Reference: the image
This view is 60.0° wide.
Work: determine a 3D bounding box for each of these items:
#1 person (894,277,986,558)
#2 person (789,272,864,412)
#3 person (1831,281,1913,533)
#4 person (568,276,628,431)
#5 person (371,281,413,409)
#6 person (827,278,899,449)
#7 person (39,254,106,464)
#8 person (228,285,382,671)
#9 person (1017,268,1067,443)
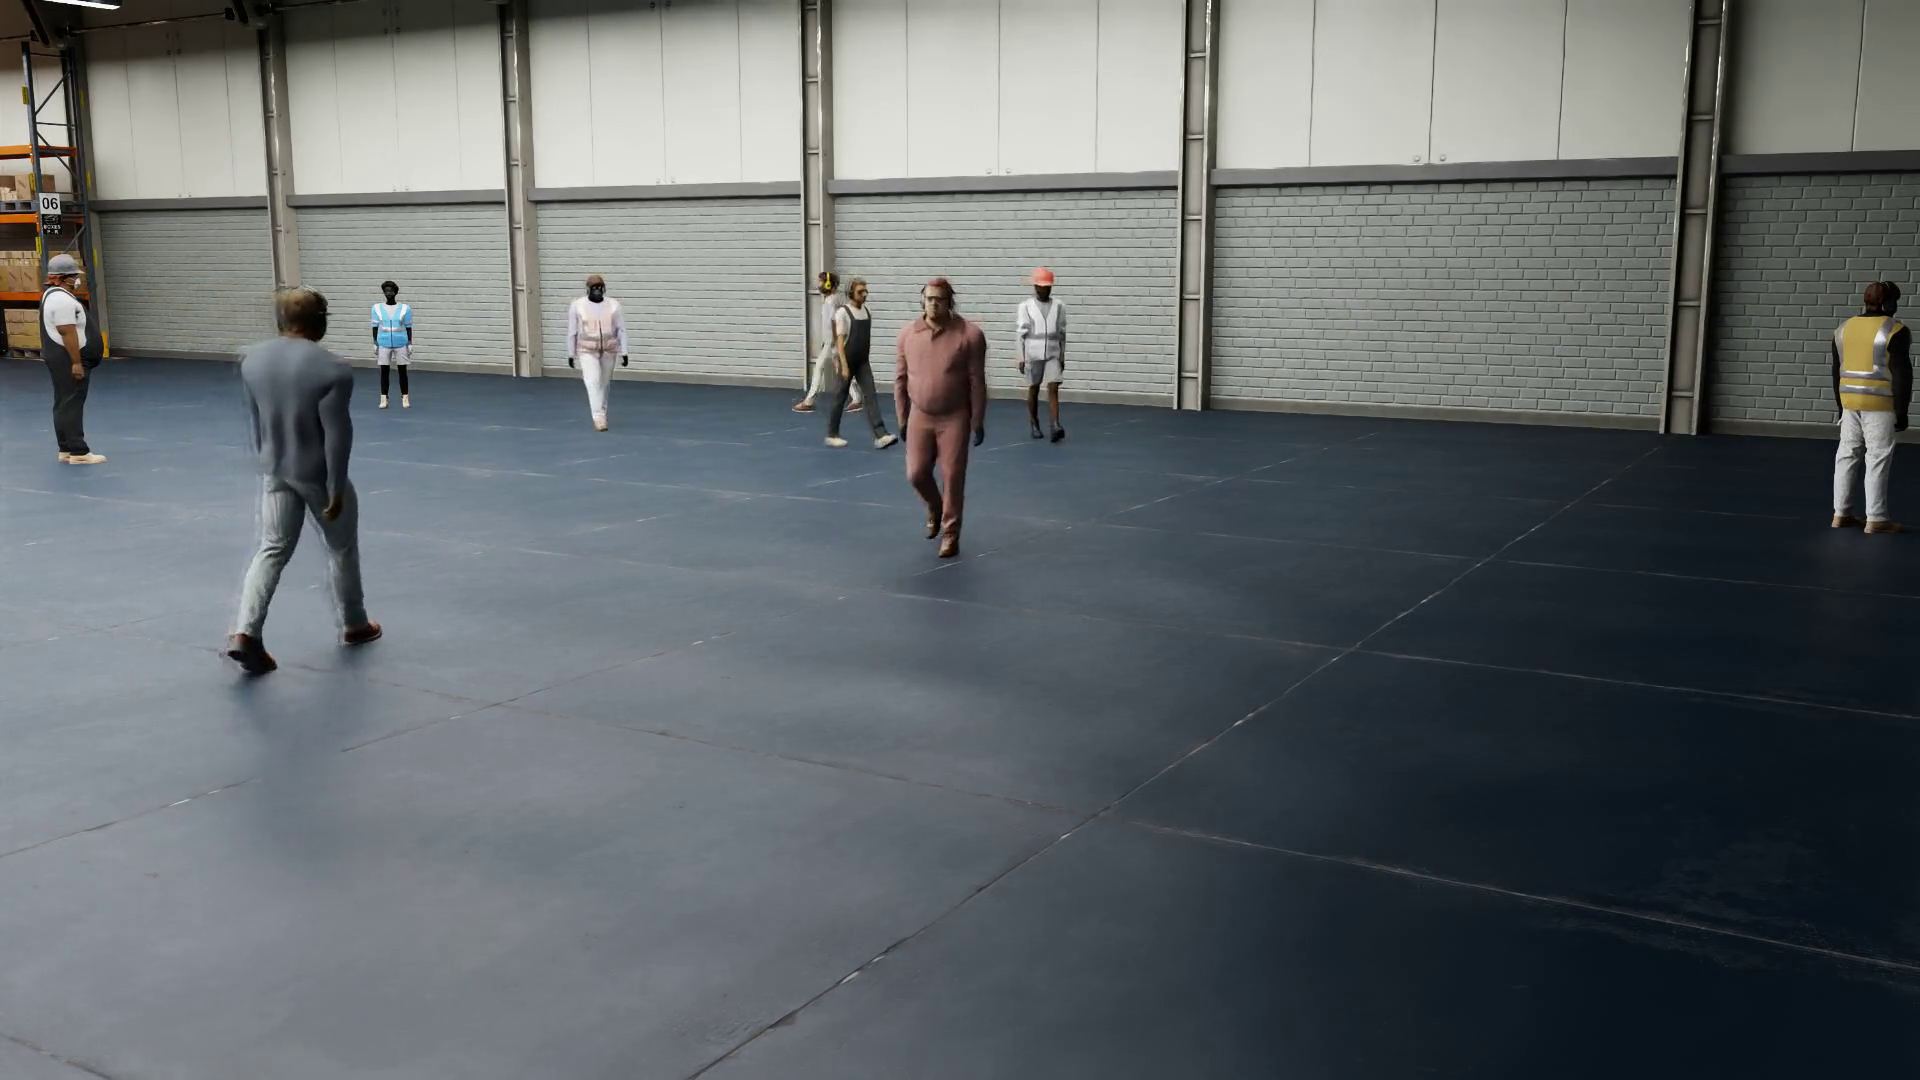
[{"bbox_3d":[-0.125,-0.842,11.329,0.651,1.892,0.557,2,10,13],"label":"person"},{"bbox_3d":[-1.702,-2.558,21.575,0.967,1.821,0.542,0,10,0],"label":"person"},{"bbox_3d":[6.705,-0.972,12.216,0.429,1.844,0.627,-4,10,-21],"label":"person"},{"bbox_3d":[-4.240,-2.193,19.513,0.663,1.797,0.965,-4,11,-24],"label":"person"},{"bbox_3d":[-7.536,-2.588,22.097,0.533,1.697,0.319,-3,10,-16],"label":"person"},{"bbox_3d":[-1.078,-1.844,17.468,0.972,1.791,0.540,9,13,43],"label":"person"},{"bbox_3d":[-8.680,-1.769,16.295,0.536,2.000,0.672,-8,13,-40],"label":"person"},{"bbox_3d":[-3.291,-0.317,8.258,0.627,1.896,1.019,2,10,11],"label":"person"},{"bbox_3d":[0.907,-2.009,18.148,0.572,1.879,0.999,-2,10,-9],"label":"person"}]
